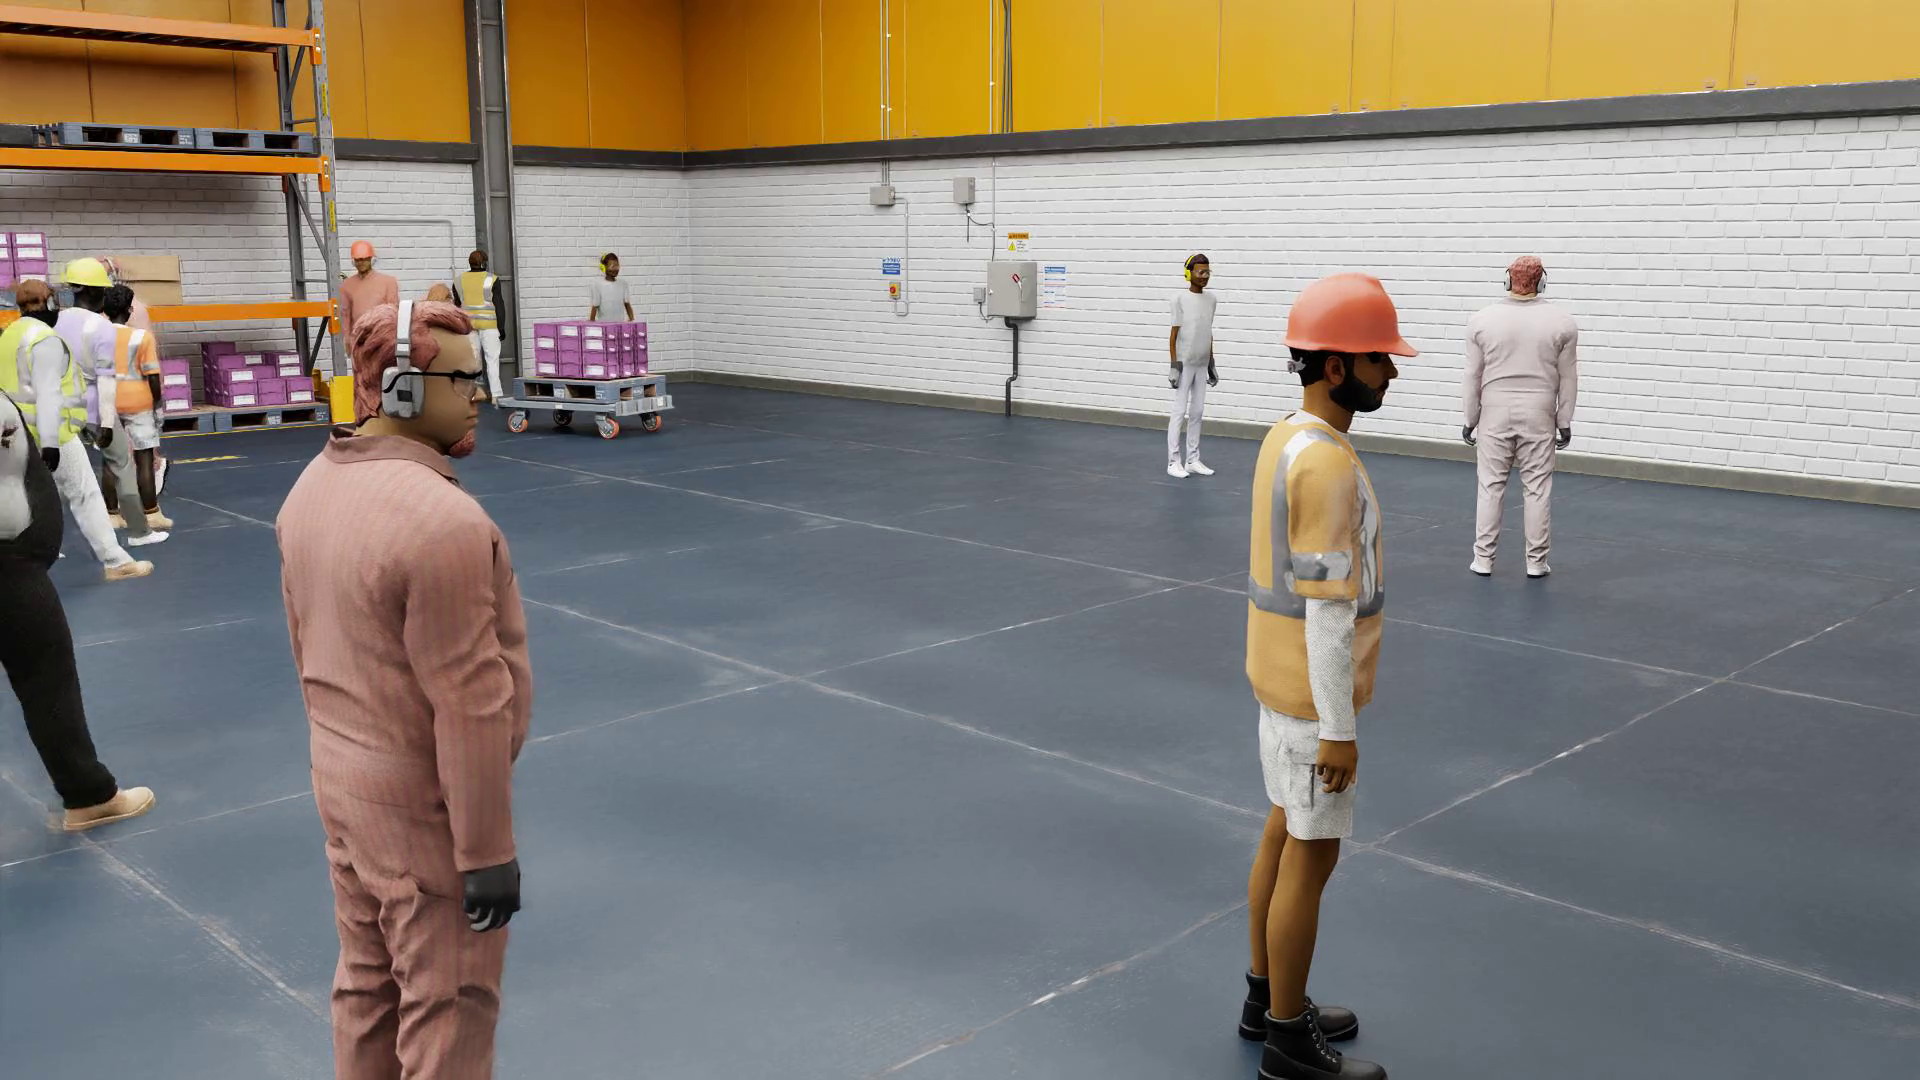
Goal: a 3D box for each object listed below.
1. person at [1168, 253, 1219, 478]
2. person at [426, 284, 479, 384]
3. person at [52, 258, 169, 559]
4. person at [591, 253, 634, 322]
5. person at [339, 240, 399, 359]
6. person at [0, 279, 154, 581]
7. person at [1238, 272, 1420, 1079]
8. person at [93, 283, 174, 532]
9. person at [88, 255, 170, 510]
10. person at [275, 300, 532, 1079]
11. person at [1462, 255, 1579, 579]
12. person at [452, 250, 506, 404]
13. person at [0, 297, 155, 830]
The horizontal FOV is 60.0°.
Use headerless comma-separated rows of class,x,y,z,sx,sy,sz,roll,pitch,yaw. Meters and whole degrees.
person,1.973,-1.463,14.000,0.513,1.867,0.329,-7,13,-34
person,-4.598,-1.478,14.838,0.497,1.586,0.873,3,11,14
person,-5.548,-0.831,10.505,0.585,1.889,0.942,3,11,18
person,-4.095,-2.440,19.469,0.949,1.825,0.520,8,13,38
person,-6.020,-2.082,17.071,0.643,1.979,0.607,0,10,-1
person,-5.271,-0.599,9.544,0.653,1.785,0.958,9,14,41
person,0.866,0.344,3.949,0.360,1.936,0.552,0,10,1
person,-5.694,-0.892,11.344,0.540,1.695,0.317,0,10,-1
person,-6.236,-1.163,12.320,0.647,1.885,0.799,5,12,25
person,-1.010,0.503,3.180,0.399,1.905,0.642,-10,14,-43
person,3.300,-0.721,9.841,0.647,1.908,0.409,3,11,16
person,-5.750,-2.553,20.012,0.622,1.844,0.429,2,11,8
person,-3.277,0.031,5.376,0.682,2.000,1.007,6,12,30
